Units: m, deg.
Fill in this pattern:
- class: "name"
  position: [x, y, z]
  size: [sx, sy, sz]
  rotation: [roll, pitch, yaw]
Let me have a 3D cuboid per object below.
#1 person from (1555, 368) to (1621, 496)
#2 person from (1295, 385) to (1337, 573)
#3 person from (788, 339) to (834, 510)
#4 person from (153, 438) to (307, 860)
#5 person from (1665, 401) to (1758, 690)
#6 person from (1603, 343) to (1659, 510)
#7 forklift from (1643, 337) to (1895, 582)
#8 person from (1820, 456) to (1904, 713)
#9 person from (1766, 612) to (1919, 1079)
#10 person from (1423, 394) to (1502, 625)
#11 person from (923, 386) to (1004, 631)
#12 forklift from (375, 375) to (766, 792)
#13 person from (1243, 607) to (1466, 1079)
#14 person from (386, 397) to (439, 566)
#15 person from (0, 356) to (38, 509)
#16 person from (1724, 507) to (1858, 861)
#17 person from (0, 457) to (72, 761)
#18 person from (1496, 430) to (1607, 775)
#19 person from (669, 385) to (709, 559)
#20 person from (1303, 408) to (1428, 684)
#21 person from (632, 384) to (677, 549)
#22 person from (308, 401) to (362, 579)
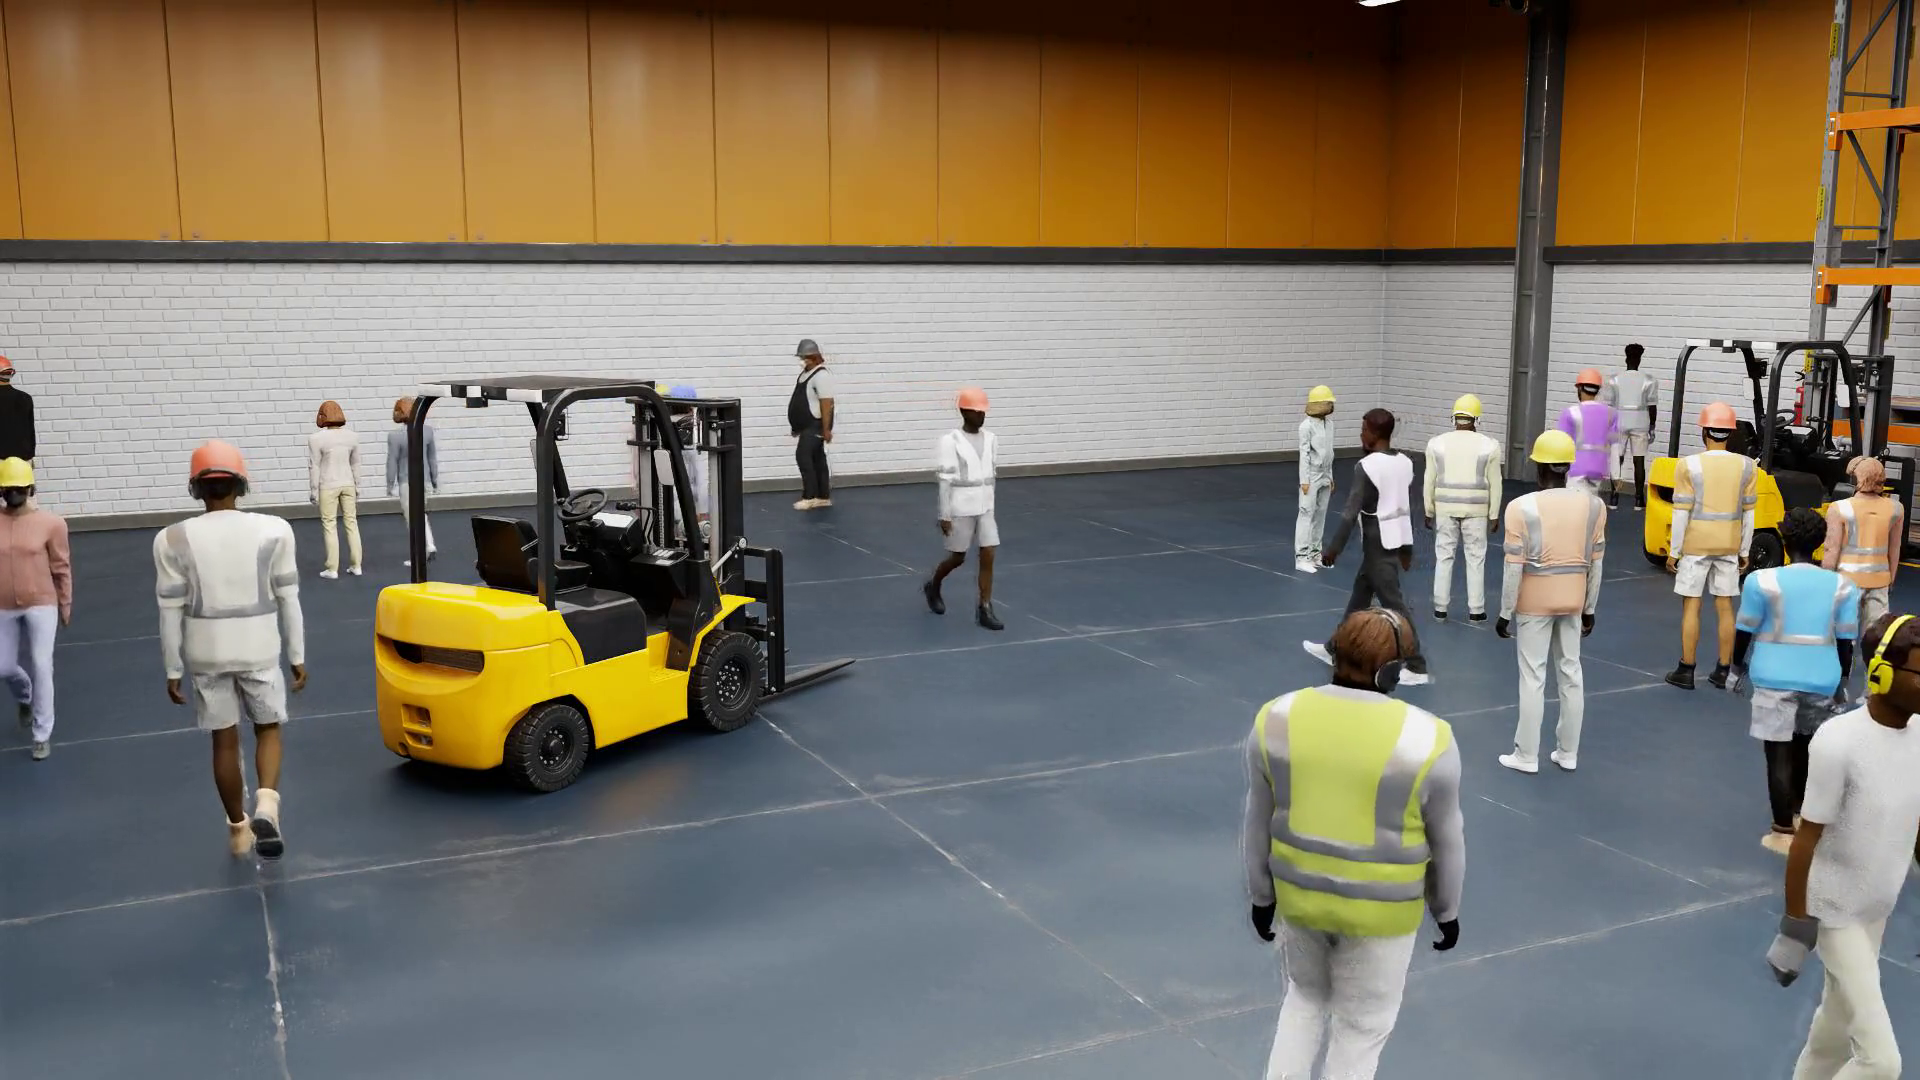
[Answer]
- class: "person"
  position: [5.747, -0.643, 15.504]
  size: [0.695, 1.890, 0.848]
  rotation: [-1, 9, -8]
- class: "person"
  position: [3.355, -0.574, 15.565]
  size: [0.301, 1.743, 0.493]
  rotation: [9, 13, 44]
- class: "person"
  position: [-1.816, -1.383, 19.663]
  size: [0.686, 2.000, 0.693]
  rotation: [-3, 10, -19]
- class: "person"
  position: [-3.386, 0.542, 7.759]
  size: [0.628, 2.025, 0.592]
  rotation: [-4, 10, -24]
- class: "person"
  position: [5.013, 0.042, 11.142]
  size: [0.551, 1.936, 0.356]
  rotation: [0, 9, 1]
- class: "person"
  position: [7.876, -1.330, 19.563]
  size: [0.602, 1.967, 0.370]
  rotation: [4, 10, 24]
- class: "forklift"
  position: [7.551, -0.789, 15.507]
  size: [2.313, 2.155, 1.214]
  rotation: [-4, 10, -25]
- class: "person"
  position: [5.695, 0.287, 10.542]
  size: [0.519, 1.640, 0.307]
  rotation: [-1, 9, -6]
- class: "person"
  position: [2.635, 1.109, 4.800]
  size: [0.543, 1.847, 0.552]
  rotation: [-6, 11, -35]
- class: "person"
  position: [3.994, -0.242, 13.229]
  size: [0.595, 1.831, 0.403]
  rotation: [4, 10, 24]
- class: "person"
  position: [0.036, -0.271, 13.178]
  size: [0.551, 1.915, 0.832]
  rotation: [-7, 11, -36]
- class: "forklift"
  position: [-2.268, 0.149, 9.685]
  size: [1.214, 2.155, 2.313]
  rotation: [6, 11, 32]
- class: "person"
  position: [1.172, 1.094, 4.990]
  size: [0.638, 1.820, 0.447]
  rotation: [6, 11, 33]
- class: "person"
  position: [-5.196, -0.543, 15.727]
  size: [0.343, 1.617, 0.524]
  rotation: [6, 11, 33]
- class: "person"
  position: [-9.330, -0.814, 16.307]
  size: [0.402, 1.988, 0.613]
  rotation: [2, 9, 12]
- class: "person"
  position: [4.002, 0.673, 8.067]
  size: [0.537, 1.671, 0.680]
  rotation: [0, 9, 3]
- class: "person"
  position: [-5.445, 0.368, 9.689]
  size: [0.535, 1.747, 0.642]
  rotation: [-3, 10, -19]
- class: "person"
  position: [3.272, 0.350, 9.253]
  size: [0.584, 1.930, 0.360]
  rotation: [-1, 9, -9]
- class: "person"
  position: [-2.154, -0.279, 13.223]
  size: [0.644, 1.901, 0.956]
  rotation: [4, 10, 25]
- class: "person"
  position: [2.837, 0.031, 11.444]
  size: [1.025, 1.867, 0.610]
  rotation: [8, 12, 39]
- class: "person"
  position: [-2.815, -0.575, 15.564]
  size: [0.529, 1.751, 0.598]
  rotation: [1, 9, 8]
- class: "person"
  position: [-5.715, -0.461, 15.238]
  size: [0.279, 1.624, 0.494]
  rotation: [7, 12, 38]
